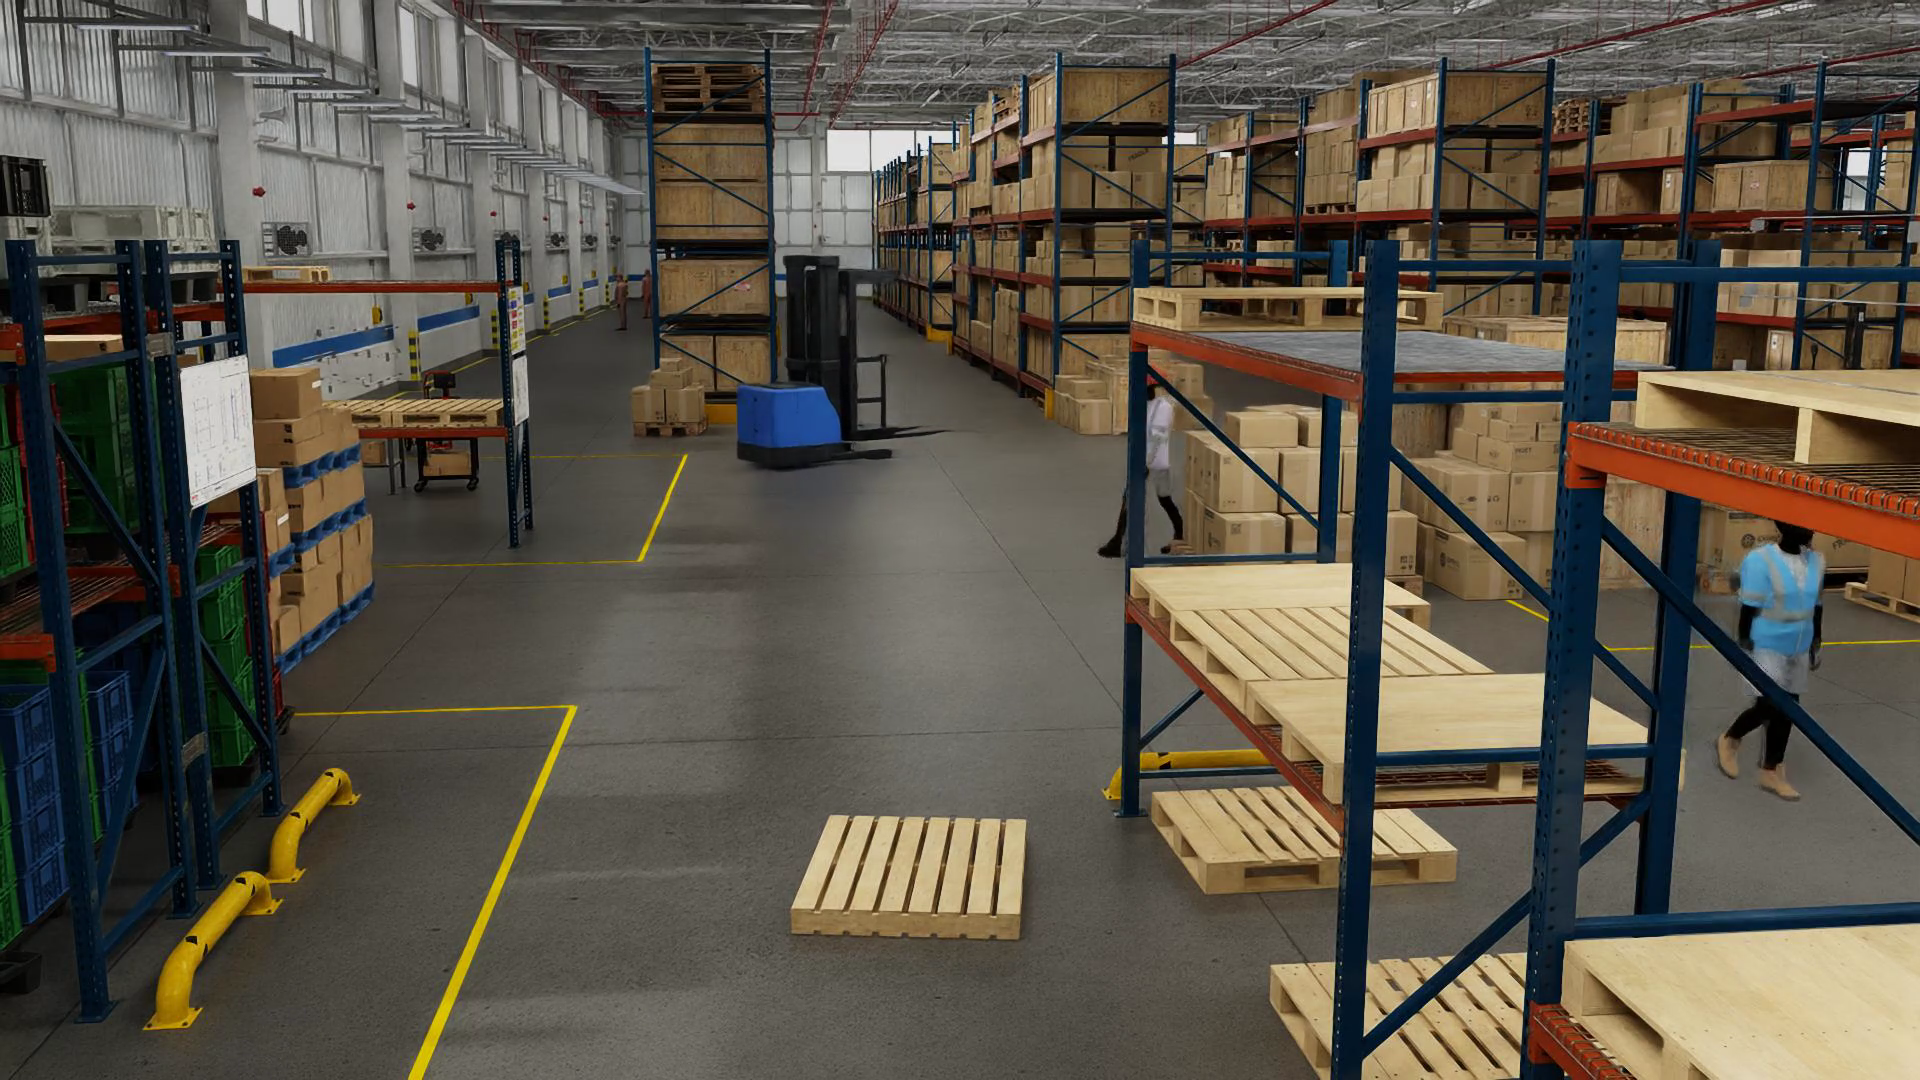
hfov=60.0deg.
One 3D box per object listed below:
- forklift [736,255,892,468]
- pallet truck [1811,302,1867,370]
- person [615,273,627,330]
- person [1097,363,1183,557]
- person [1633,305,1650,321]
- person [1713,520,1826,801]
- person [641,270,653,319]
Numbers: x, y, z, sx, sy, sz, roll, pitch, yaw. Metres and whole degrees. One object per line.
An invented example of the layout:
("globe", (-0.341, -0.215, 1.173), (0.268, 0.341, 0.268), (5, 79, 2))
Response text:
("forklift", (-2.019, -2.459, 22.557), (1.873, 2.768, 1.129), (-8, 13, -38))
("pallet truck", (15.846, -3.142, 28.793), (1.885, 1.965, 0.823), (2, 10, 12))
("person", (-11.443, -8.028, 56.105), (0.409, 1.913, 0.642), (1, 10, 3))
("person", (1.827, -0.754, 15.926), (0.986, 1.889, 0.533), (-7, 12, -34))
("person", (12.536, -3.413, 30.762), (0.429, 1.837, 0.629), (-1, 10, -7))
("person", (4.440, 0.572, 9.049), (0.552, 1.683, 0.415), (-3, 11, -18))
("person", (-12.086, -9.523, 64.446), (0.400, 1.893, 0.658), (8, 13, 37))
